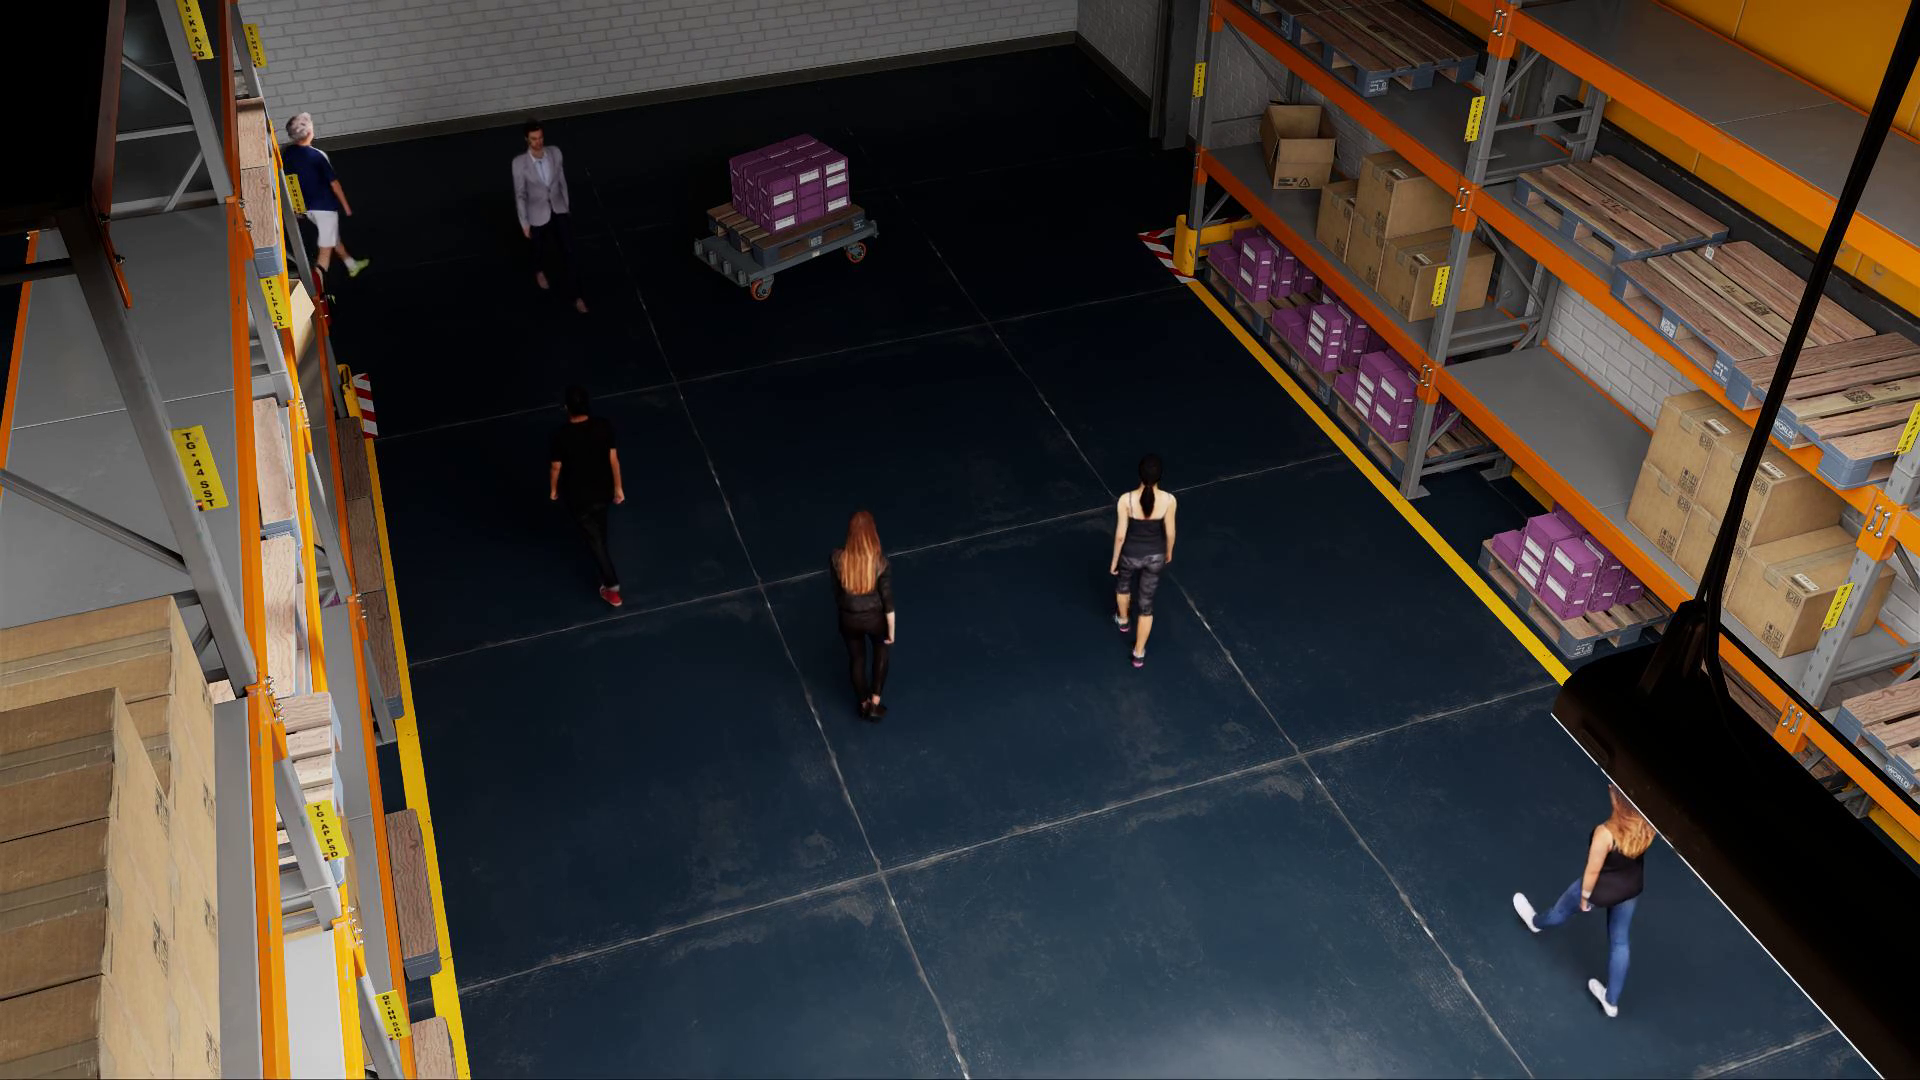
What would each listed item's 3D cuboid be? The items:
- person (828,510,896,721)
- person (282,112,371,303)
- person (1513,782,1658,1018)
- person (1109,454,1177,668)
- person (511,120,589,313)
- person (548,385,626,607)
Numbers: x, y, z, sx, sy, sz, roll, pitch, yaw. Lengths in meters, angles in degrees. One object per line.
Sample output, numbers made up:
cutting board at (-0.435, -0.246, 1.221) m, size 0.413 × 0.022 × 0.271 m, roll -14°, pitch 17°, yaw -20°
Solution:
person at (-0.676, 0.579, 11.074) m, size 0.744 × 1.698 × 0.808 m, roll 7°, pitch 39°, yaw 9°
person at (-6.029, -3.049, 15.545) m, size 1.156 × 1.788 × 1.248 m, roll 14°, pitch 41°, yaw 17°
person at (3.679, 2.013, 9.304) m, size 0.621 × 1.666 × 1.097 m, roll -10°, pitch 40°, yaw -12°
person at (1.272, 0.184, 11.556) m, size 0.768 × 1.714 × 0.926 m, roll 0°, pitch 39°, yaw 0°
person at (-3.917, -3.084, 15.578) m, size 0.866 × 1.802 × 1.271 m, roll -21°, pitch 43°, yaw -24°
person at (-2.681, -0.292, 12.153) m, size 0.860 × 1.714 × 1.217 m, roll -24°, pitch 45°, yaw -27°
